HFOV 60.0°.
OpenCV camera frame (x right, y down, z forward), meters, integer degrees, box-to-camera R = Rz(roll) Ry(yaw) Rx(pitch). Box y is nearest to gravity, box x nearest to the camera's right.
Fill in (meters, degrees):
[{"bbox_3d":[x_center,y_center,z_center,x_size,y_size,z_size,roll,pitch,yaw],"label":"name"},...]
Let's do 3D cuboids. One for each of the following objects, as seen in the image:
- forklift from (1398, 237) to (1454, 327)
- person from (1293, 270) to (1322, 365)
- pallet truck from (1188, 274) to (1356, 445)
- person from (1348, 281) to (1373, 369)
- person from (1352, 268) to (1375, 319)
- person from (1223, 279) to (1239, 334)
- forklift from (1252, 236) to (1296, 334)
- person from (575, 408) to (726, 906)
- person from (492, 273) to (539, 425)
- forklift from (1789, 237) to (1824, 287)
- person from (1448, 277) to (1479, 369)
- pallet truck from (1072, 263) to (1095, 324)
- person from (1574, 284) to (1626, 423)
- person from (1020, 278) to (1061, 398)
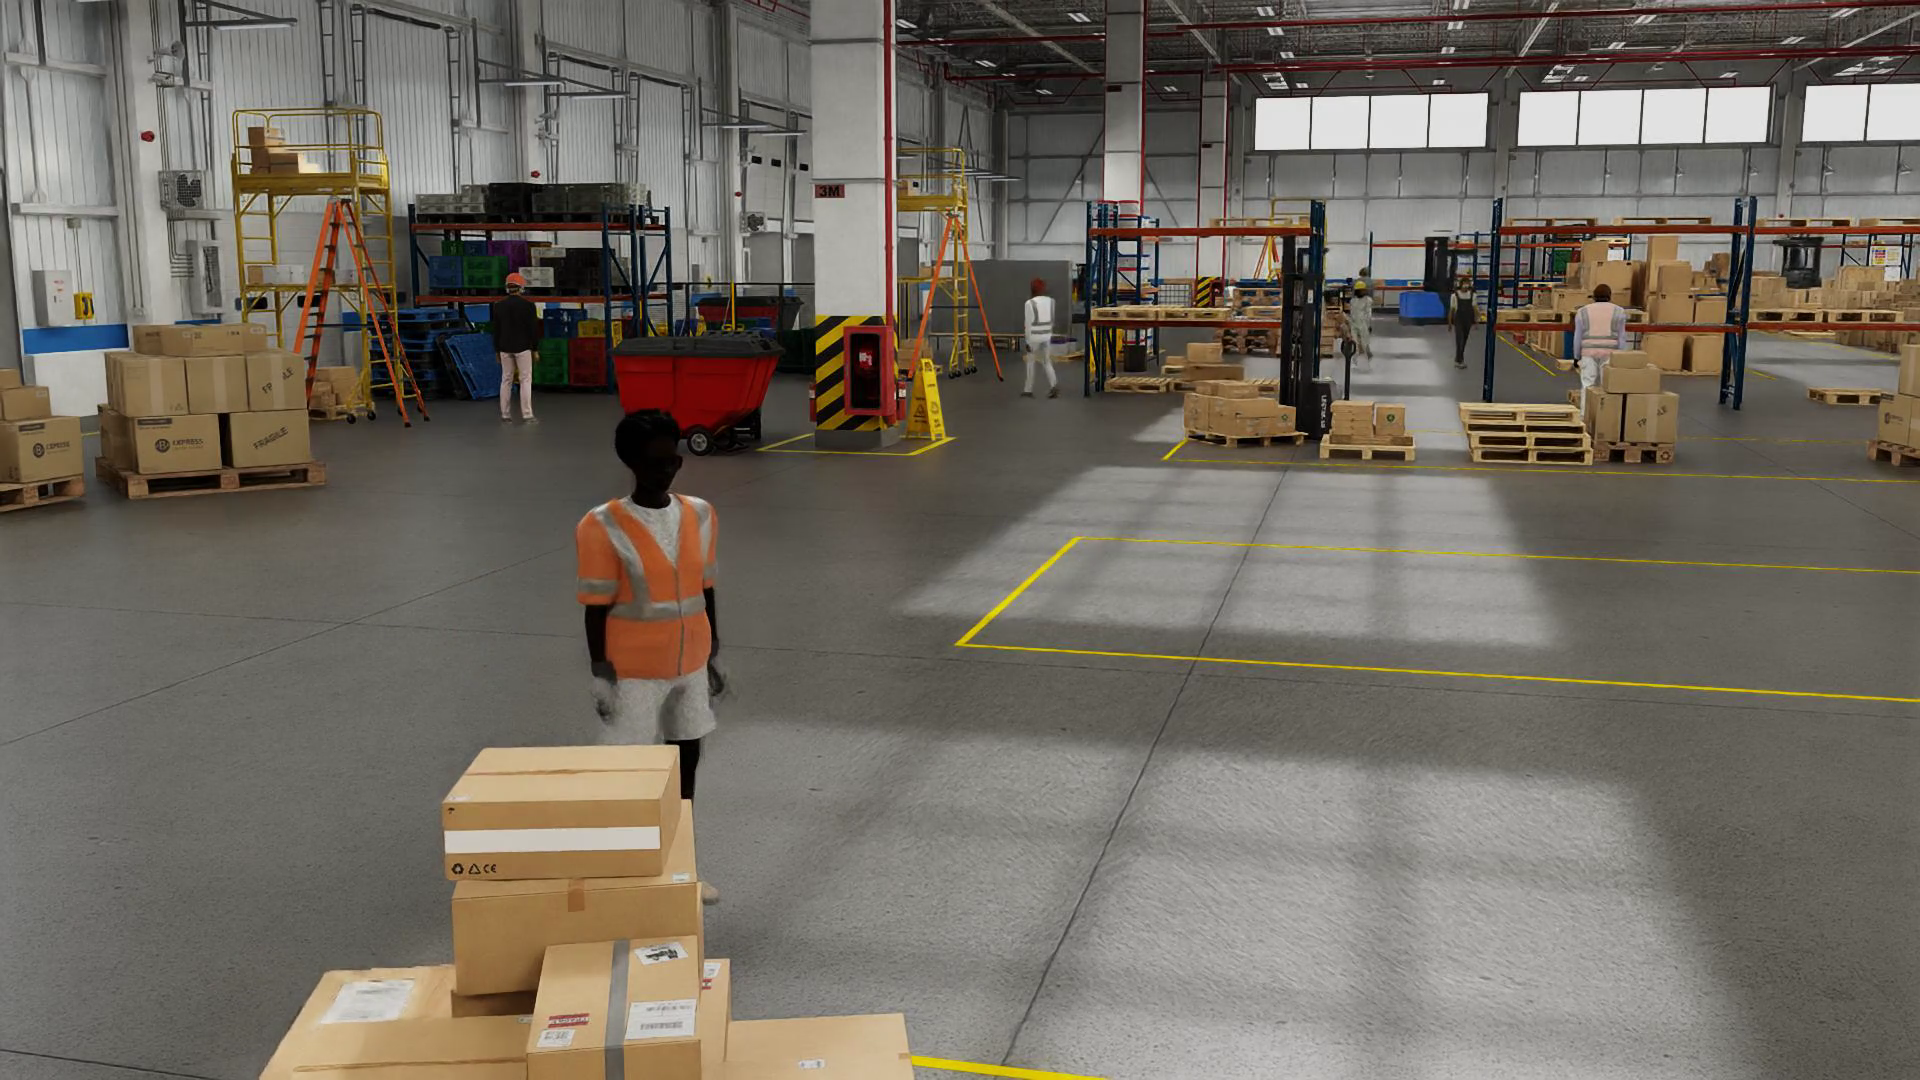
[{"bbox_3d":[14.904,-8.131,52.281,1.873,2.768,1.129,-2,10,-14],"label":"forklift"},{"bbox_3d":[6.876,-4.452,33.456,0.664,1.906,0.853,8,12,39],"label":"person"},{"bbox_3d":[3.653,-2.138,19.590,1.885,1.965,0.823,-4,10,-20],"label":"pallet truck"},{"bbox_3d":[7.843,-4.202,32.528,0.494,1.723,0.529,8,13,41],"label":"person"},{"bbox_3d":[10.785,-6.357,44.701,0.648,1.897,0.934,-1,10,-6],"label":"person"},{"bbox_3d":[7.583,-6.493,46.412,0.522,1.578,0.827,0,10,0],"label":"person"},{"bbox_3d":[8.643,-6.720,43.971,1.873,2.768,1.129,2,10,14],"label":"forklift"},{"bbox_3d":[-0.999,0.413,5.457,0.540,1.695,0.317,-9,13,-44],"label":"person"},{"bbox_3d":[-5.815,-2.502,21.809,0.629,1.981,0.438,2,10,12],"label":"person"},{"bbox_3d":[26.922,-8.263,53.054,1.873,2.768,1.129,-6,11,-31],"label":"forklift"},{"bbox_3d":[9.878,-4.262,32.709,0.507,1.804,0.913,-1,10,-5],"label":"person"},{"bbox_3d":[4.325,-8.180,55.162,0.823,1.965,1.885,6,11,31],"label":"pallet truck"},{"bbox_3d":[8.202,-2.359,21.349,0.619,1.845,0.430,4,10,22],"label":"person"},{"bbox_3d":[1.247,-3.108,25.687,0.588,1.866,0.691,-6,11,-31],"label":"person"}]
